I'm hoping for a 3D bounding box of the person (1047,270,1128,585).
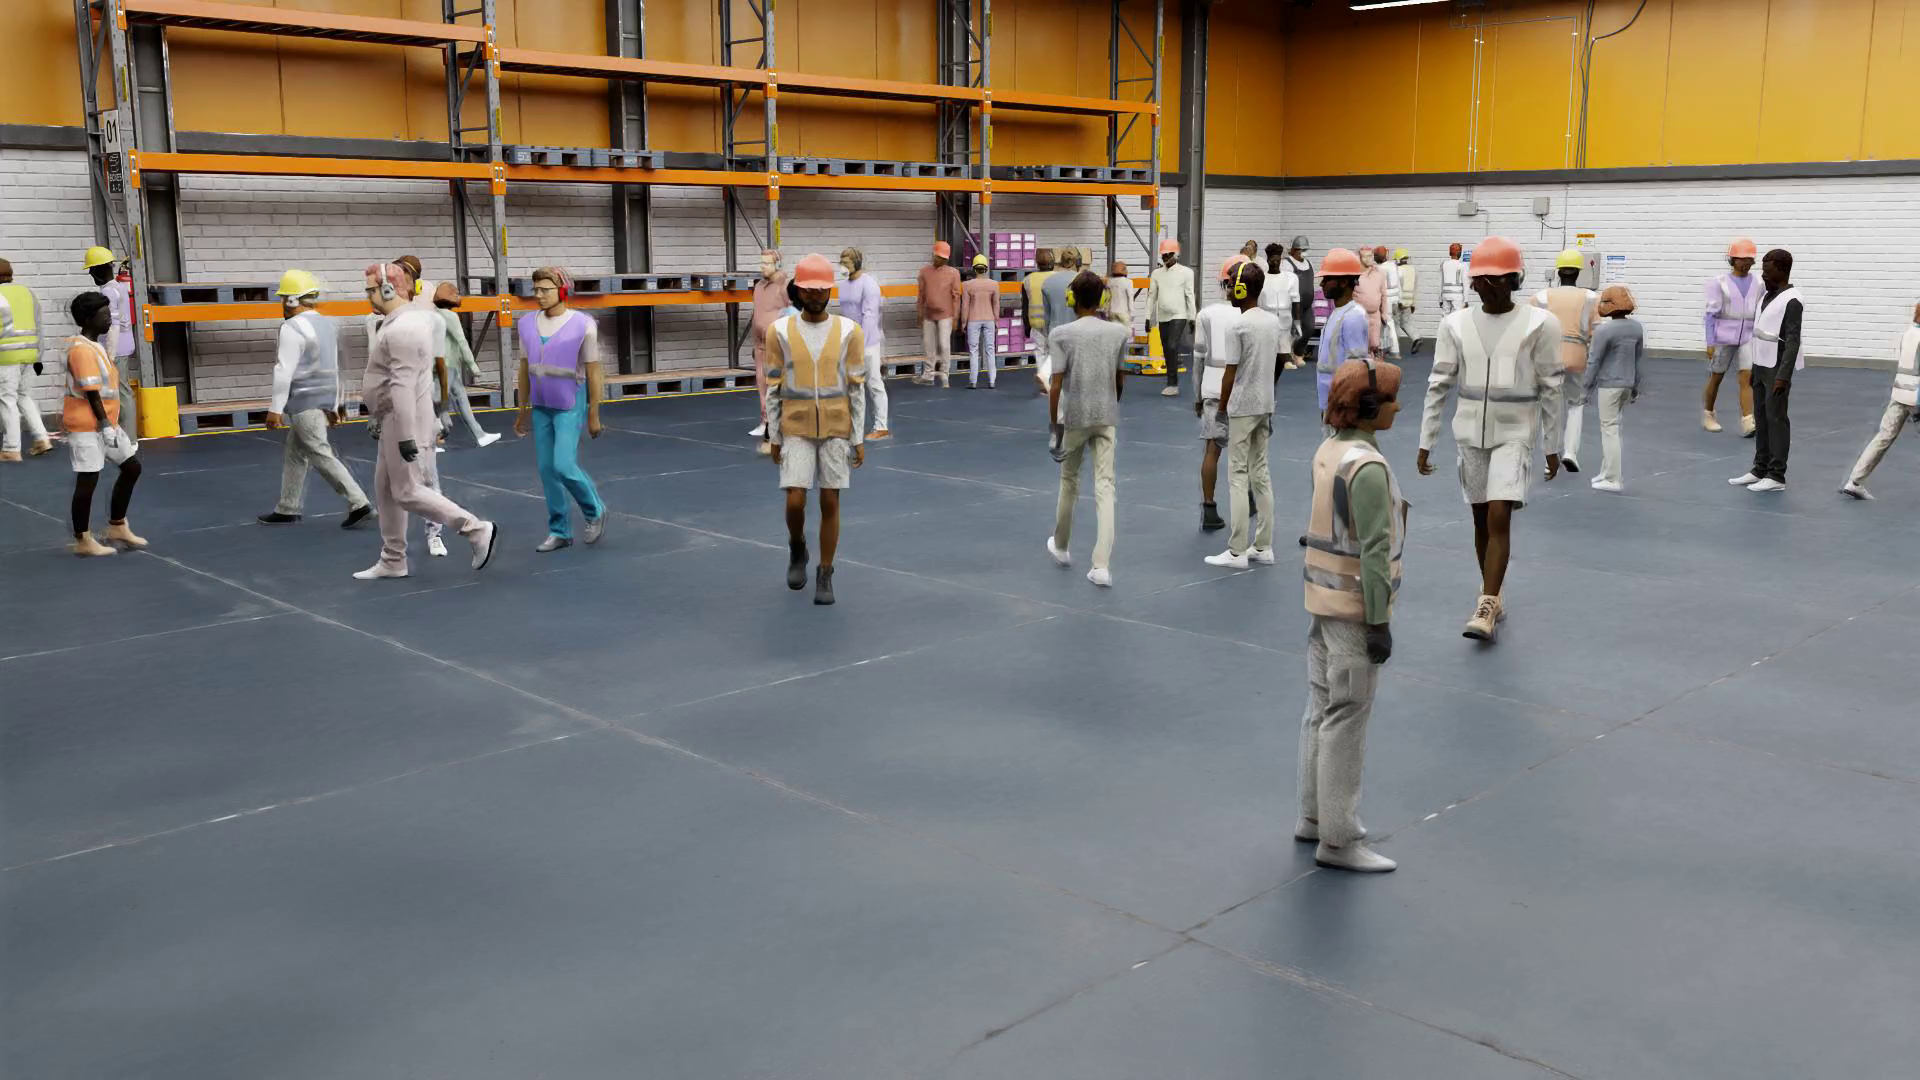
[{"bbox_3d":[0.740,-0.683,9.882,0.491,1.809,0.956,-1,10,-7],"label":"person"}]

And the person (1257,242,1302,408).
[{"bbox_3d":[3.745,-2.567,19.816,0.616,1.936,0.858,-1,10,-3],"label":"person"}]

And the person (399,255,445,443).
[{"bbox_3d":[-5.276,-1.834,16.111,0.430,1.836,0.627,10,14,44],"label":"person"}]

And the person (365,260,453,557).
[{"bbox_3d":[-3.464,-0.815,10.458,0.514,1.872,0.328,-3,11,-15],"label":"person"}]

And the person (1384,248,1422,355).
[{"bbox_3d":[7.401,-3.950,27.714,0.607,1.812,0.581,-6,12,-30],"label":"person"}]

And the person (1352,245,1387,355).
[{"bbox_3d":[5.485,-3.074,22.710,0.640,1.893,0.693,-3,11,-15],"label":"person"}]

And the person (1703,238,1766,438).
[{"bbox_3d":[7.819,-2.031,16.771,0.636,1.983,1.066,0,10,0],"label":"person"}]

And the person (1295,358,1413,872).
[{"bbox_3d":[1.259,0.237,5.354,0.310,1.637,0.520,-1,10,-5],"label":"person"}]

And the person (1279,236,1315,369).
[{"bbox_3d":[5.097,-3.594,25.143,0.692,2.000,0.538,-5,12,-27],"label":"person"}]

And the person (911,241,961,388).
[{"bbox_3d":[-0.342,-2.996,22.174,0.796,1.948,0.510,6,12,29],"label":"person"}]

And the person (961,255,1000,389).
[{"bbox_3d":[0.264,-2.867,21.926,0.523,1.769,0.314,-3,11,-14],"label":"person"}]

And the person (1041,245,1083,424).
[{"bbox_3d":[1.163,-2.054,17.089,0.627,1.911,0.777,6,12,29],"label":"person"}]

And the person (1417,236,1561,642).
[{"bbox_3d":[2.606,-0.495,8.326,0.647,2.006,0.930,8,13,36],"label":"person"}]

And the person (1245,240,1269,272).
[{"bbox_3d":[4.961,-4.144,28.420,0.636,1.939,0.364,10,15,44],"label":"person"}]

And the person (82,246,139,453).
[{"bbox_3d":[-7.879,-1.757,15.457,0.375,1.919,0.584,-4,11,-20],"label":"person"}]

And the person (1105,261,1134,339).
[{"bbox_3d":[2.470,-3.534,25.950,0.522,1.616,0.416,9,13,39],"label":"person"}]

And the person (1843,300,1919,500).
[{"bbox_3d":[7.216,-1.068,12.603,0.893,1.590,0.505,0,10,-1],"label":"person"}]

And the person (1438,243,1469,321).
[{"bbox_3d":[8.436,-4.117,28.427,0.355,1.882,0.575,-10,14,-42],"label":"person"}]

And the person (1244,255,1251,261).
[{"bbox_3d":[4.159,-3.291,24.336,0.534,1.733,0.421,-1,10,-5],"label":"person"}]

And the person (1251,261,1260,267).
[{"bbox_3d":[3.410,-2.518,20.163,0.718,1.720,0.490,-3,11,-15],"label":"person"}]

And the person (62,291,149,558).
[{"bbox_3d":[-5.375,-0.713,10.434,0.533,1.677,0.537,-2,11,-13],"label":"person"}]

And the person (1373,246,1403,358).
[{"bbox_3d":[6.967,-3.929,27.520,0.859,1.842,0.644,10,14,42],"label":"person"}]

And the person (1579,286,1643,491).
[{"bbox_3d":[5.138,-1.211,13.276,0.516,1.615,0.523,-6,12,-29],"label":"person"}]

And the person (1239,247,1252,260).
[{"bbox_3d":[4.741,-3.983,27.858,0.612,1.815,0.497,-4,11,-23],"label":"person"}]

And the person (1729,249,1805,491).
[{"bbox_3d":[6.477,-1.348,13.240,0.392,1.915,0.591,0,10,2],"label":"person"}]

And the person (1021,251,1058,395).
[{"bbox_3d":[1.067,-2.706,20.876,0.640,1.829,0.611,6,12,30],"label":"person"}]

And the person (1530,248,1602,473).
[{"bbox_3d":[5.087,-1.493,14.053,0.585,1.913,0.416,4,11,19],"label":"person"}]

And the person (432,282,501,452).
[{"bbox_3d":[-4.766,-1.621,15.635,0.855,1.582,0.517,-6,12,-31],"label":"person"}]

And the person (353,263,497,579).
[{"bbox_3d":[-3.176,-0.677,9.720,0.749,1.872,0.651,-3,11,-17],"label":"person"}]

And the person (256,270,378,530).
[{"bbox_3d":[-4.457,-0.954,11.434,0.901,1.797,0.596,0,10,2],"label":"person"}]

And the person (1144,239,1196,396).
[{"bbox_3d":[2.608,-2.797,20.987,0.652,1.964,0.755,8,13,38],"label":"person"}]

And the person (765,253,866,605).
[{"bbox_3d":[-0.787,-0.602,9.142,0.543,1.925,0.464,-1,10,-6],"label":"person"}]

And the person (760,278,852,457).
[{"bbox_3d":[-1.431,-1.564,15.125,0.874,1.641,0.549,0,10,-2],"label":"person"}]

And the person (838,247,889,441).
[{"bbox_3d":[-1.076,-1.882,16.203,0.958,1.897,0.642,-9,14,-42],"label":"person"}]

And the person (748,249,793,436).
[{"bbox_3d":[-1.848,-2.007,16.910,0.651,1.889,0.651,10,14,43],"label":"person"}]

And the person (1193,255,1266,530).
[{"bbox_3d":[1.896,-1.034,11.616,0.561,1.884,0.980,5,11,24],"label":"person"}]

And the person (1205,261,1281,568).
[{"bbox_3d":[1.738,-0.754,10.152,0.529,1.864,0.342,-10,14,-42],"label":"person"}]

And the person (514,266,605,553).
[{"bbox_3d":[-2.568,-0.824,10.628,0.577,1.830,0.433,5,12,26],"label":"person"}]

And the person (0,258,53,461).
[{"bbox_3d":[-8.507,-1.606,14.891,0.444,1.832,0.659,2,11,11],"label":"person"}]

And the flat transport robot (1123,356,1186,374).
[{"bbox_3d":[2.567,-2.594,24.516,0.652,0.197,1.431,-10,14,-44],"label":"flat transport robot"}]

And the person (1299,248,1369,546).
[{"bbox_3d":[2.396,-0.872,10.582,0.362,1.938,0.545,0,10,-1],"label":"person"}]
